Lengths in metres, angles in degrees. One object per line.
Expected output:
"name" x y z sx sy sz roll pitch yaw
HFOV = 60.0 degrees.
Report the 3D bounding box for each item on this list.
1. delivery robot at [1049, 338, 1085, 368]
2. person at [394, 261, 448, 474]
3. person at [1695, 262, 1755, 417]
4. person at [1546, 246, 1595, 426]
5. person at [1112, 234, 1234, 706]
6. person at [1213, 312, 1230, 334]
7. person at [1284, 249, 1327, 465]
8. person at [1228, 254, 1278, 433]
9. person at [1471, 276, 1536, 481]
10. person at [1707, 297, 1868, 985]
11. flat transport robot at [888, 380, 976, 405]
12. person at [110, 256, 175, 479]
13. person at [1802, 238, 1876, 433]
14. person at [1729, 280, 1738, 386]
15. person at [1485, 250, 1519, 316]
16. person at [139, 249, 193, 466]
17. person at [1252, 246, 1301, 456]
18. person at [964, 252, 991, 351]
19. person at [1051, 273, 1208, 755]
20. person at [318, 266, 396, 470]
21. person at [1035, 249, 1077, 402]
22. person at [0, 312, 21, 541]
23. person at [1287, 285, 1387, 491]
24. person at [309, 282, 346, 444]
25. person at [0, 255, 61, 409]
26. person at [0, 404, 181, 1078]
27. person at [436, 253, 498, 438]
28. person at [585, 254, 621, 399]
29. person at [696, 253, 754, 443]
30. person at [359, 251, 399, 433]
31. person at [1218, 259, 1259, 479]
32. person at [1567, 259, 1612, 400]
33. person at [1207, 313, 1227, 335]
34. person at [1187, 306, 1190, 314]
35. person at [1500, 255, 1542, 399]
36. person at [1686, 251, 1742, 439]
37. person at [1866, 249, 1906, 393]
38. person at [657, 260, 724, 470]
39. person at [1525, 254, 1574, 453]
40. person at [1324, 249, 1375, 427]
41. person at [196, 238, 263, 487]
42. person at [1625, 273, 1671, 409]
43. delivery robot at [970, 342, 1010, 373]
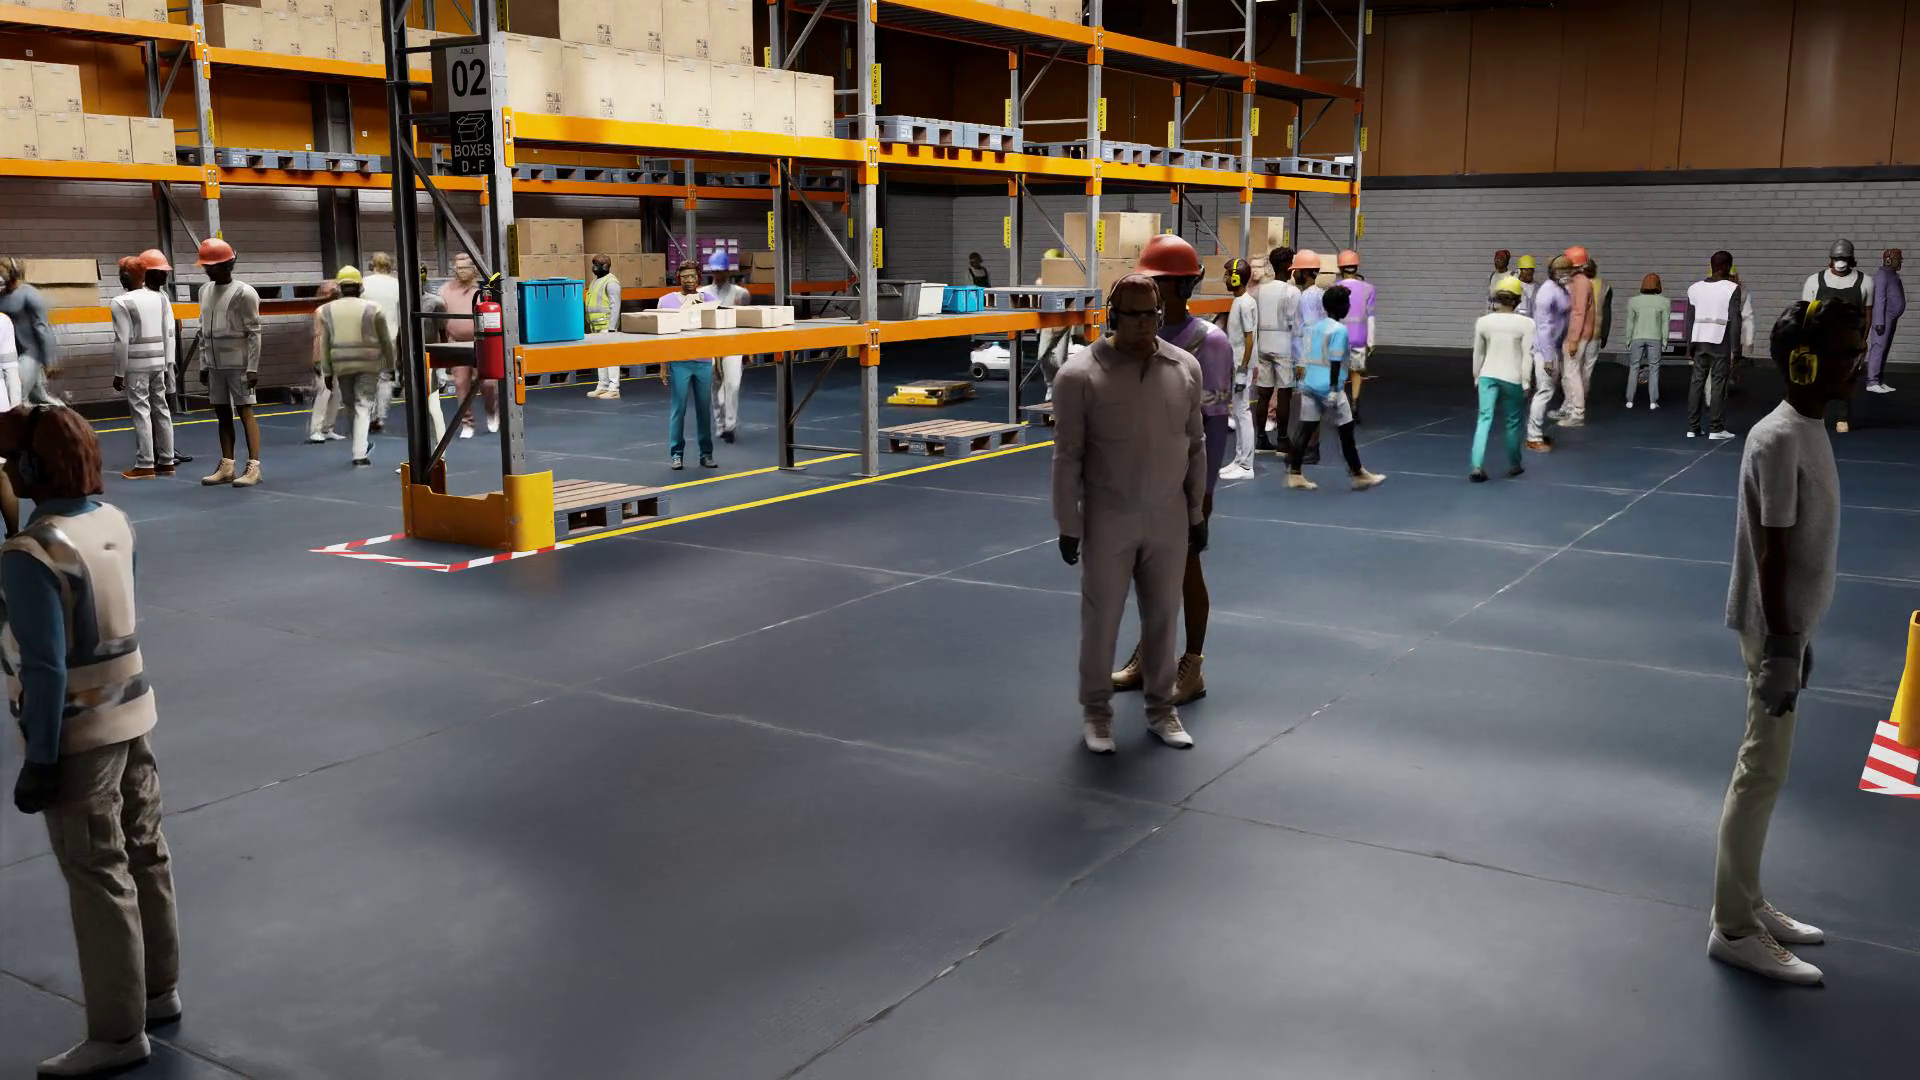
"delivery robot" 1.671 -2.765 24.810 0.707 0.478 0.477 -5 11 -25
"person" -4.664 -1.487 14.371 0.519 1.862 0.327 3 11 15
"person" 8.742 -2.300 19.061 0.641 1.786 0.827 4 11 19
"person" 6.682 -2.211 18.127 0.403 1.957 0.778 3 11 14
"person" 0.896 -0.297 7.268 0.381 2.045 0.605 -7 12 -34
"person" 3.918 -3.270 23.984 0.632 1.957 0.809 -5 12 -28
"person" 3.122 -1.649 15.054 0.373 1.935 0.550 4 11 21
"person" 3.089 -2.034 17.379 0.654 1.873 0.907 6 12 30
"person" 4.584 -1.362 14.078 0.535 1.724 0.924 7 13 35
"person" 2.302 0.272 4.613 0.323 1.866 0.528 6 12 29
"flat transport robot" -0.339 -1.859 20.834 0.652 0.197 1.431 4 11 19
"person" -6.952 -1.456 14.133 0.355 1.885 0.575 3 11 17
"person" 9.216 -2.143 17.507 0.683 2.000 0.536 5 11 25
"person" 9.774 -2.622 21.289 0.373 1.620 0.527 -3 11 -14
"person" 7.666 -3.160 23.573 0.337 1.882 0.585 -5 11 -26
"person" -7.191 -1.632 14.958 0.356 1.937 0.552 0 10 -2
"person" 3.004 -1.774 15.664 0.367 1.966 0.607 -7 12 -33
"person" 0.342 -4.246 29.850 0.669 1.806 0.468 -6 12 -31
"person" 0.683 -0.096 6.580 0.652 1.896 0.402 -3 11 -19
"person" -5.377 -1.556 14.957 0.604 1.784 0.927 0 10 0
"person" 1.171 -2.600 20.394 0.597 1.909 0.448 5 11 24
"person" -6.139 -0.797 10.345 0.543 1.934 0.362 -7 12 -35
"person" 3.038 -1.210 13.370 0.847 1.651 0.551 -2 10 -13
"person" -6.357 -1.787 16.733 0.338 1.603 0.658 1 10 5
"person" -8.642 -1.703 15.492 0.642 1.903 0.982 6 12 30
"person" -2.133 0.484 4.056 0.315 1.640 0.515 0 10 -3
"person" -5.027 -1.982 17.040 0.661 1.895 0.421 -1 10 -5
"person" -4.578 -2.733 21.319 0.429 1.846 0.632 -8 13 -37
"person" -2.412 -1.933 16.751 0.644 1.888 1.014 0 10 0
"person" -6.093 -2.075 17.513 0.653 1.908 0.430 -5 12 -27
"person" 2.362 -1.443 14.117 0.335 1.865 0.519 1 10 4
"person" 7.606 -2.526 20.364 0.646 1.784 0.980 3 11 17
"person" 3.861 -3.175 24.479 0.529 1.592 0.838 4 11 22
"person" 1.302 -0.713 10.409 0.487 1.744 0.294 -6 12 -31
"person" 7.150 -2.698 21.154 0.588 1.835 0.403 -2 10 -12
"person" 7.692 -1.988 17.004 0.391 1.913 0.587 -6 12 -32
"person" 12.353 -2.917 22.166 0.409 1.907 0.651 9 13 40
"person" -2.389 -1.550 14.755 0.571 1.844 0.376 -4 11 -23
"person" 5.636 -1.783 15.930 0.467 1.893 0.765 6 12 32
"person" 4.173 -2.162 17.942 0.565 1.918 0.402 1 10 3
"person" -6.020 -1.444 13.656 0.605 2.034 0.389 4 11 21
"person" 8.275 -2.391 20.038 0.498 1.626 0.288 6 12 31
"delivery robot" 0.513 -2.613 23.966 0.707 0.478 0.477 1 10 5
